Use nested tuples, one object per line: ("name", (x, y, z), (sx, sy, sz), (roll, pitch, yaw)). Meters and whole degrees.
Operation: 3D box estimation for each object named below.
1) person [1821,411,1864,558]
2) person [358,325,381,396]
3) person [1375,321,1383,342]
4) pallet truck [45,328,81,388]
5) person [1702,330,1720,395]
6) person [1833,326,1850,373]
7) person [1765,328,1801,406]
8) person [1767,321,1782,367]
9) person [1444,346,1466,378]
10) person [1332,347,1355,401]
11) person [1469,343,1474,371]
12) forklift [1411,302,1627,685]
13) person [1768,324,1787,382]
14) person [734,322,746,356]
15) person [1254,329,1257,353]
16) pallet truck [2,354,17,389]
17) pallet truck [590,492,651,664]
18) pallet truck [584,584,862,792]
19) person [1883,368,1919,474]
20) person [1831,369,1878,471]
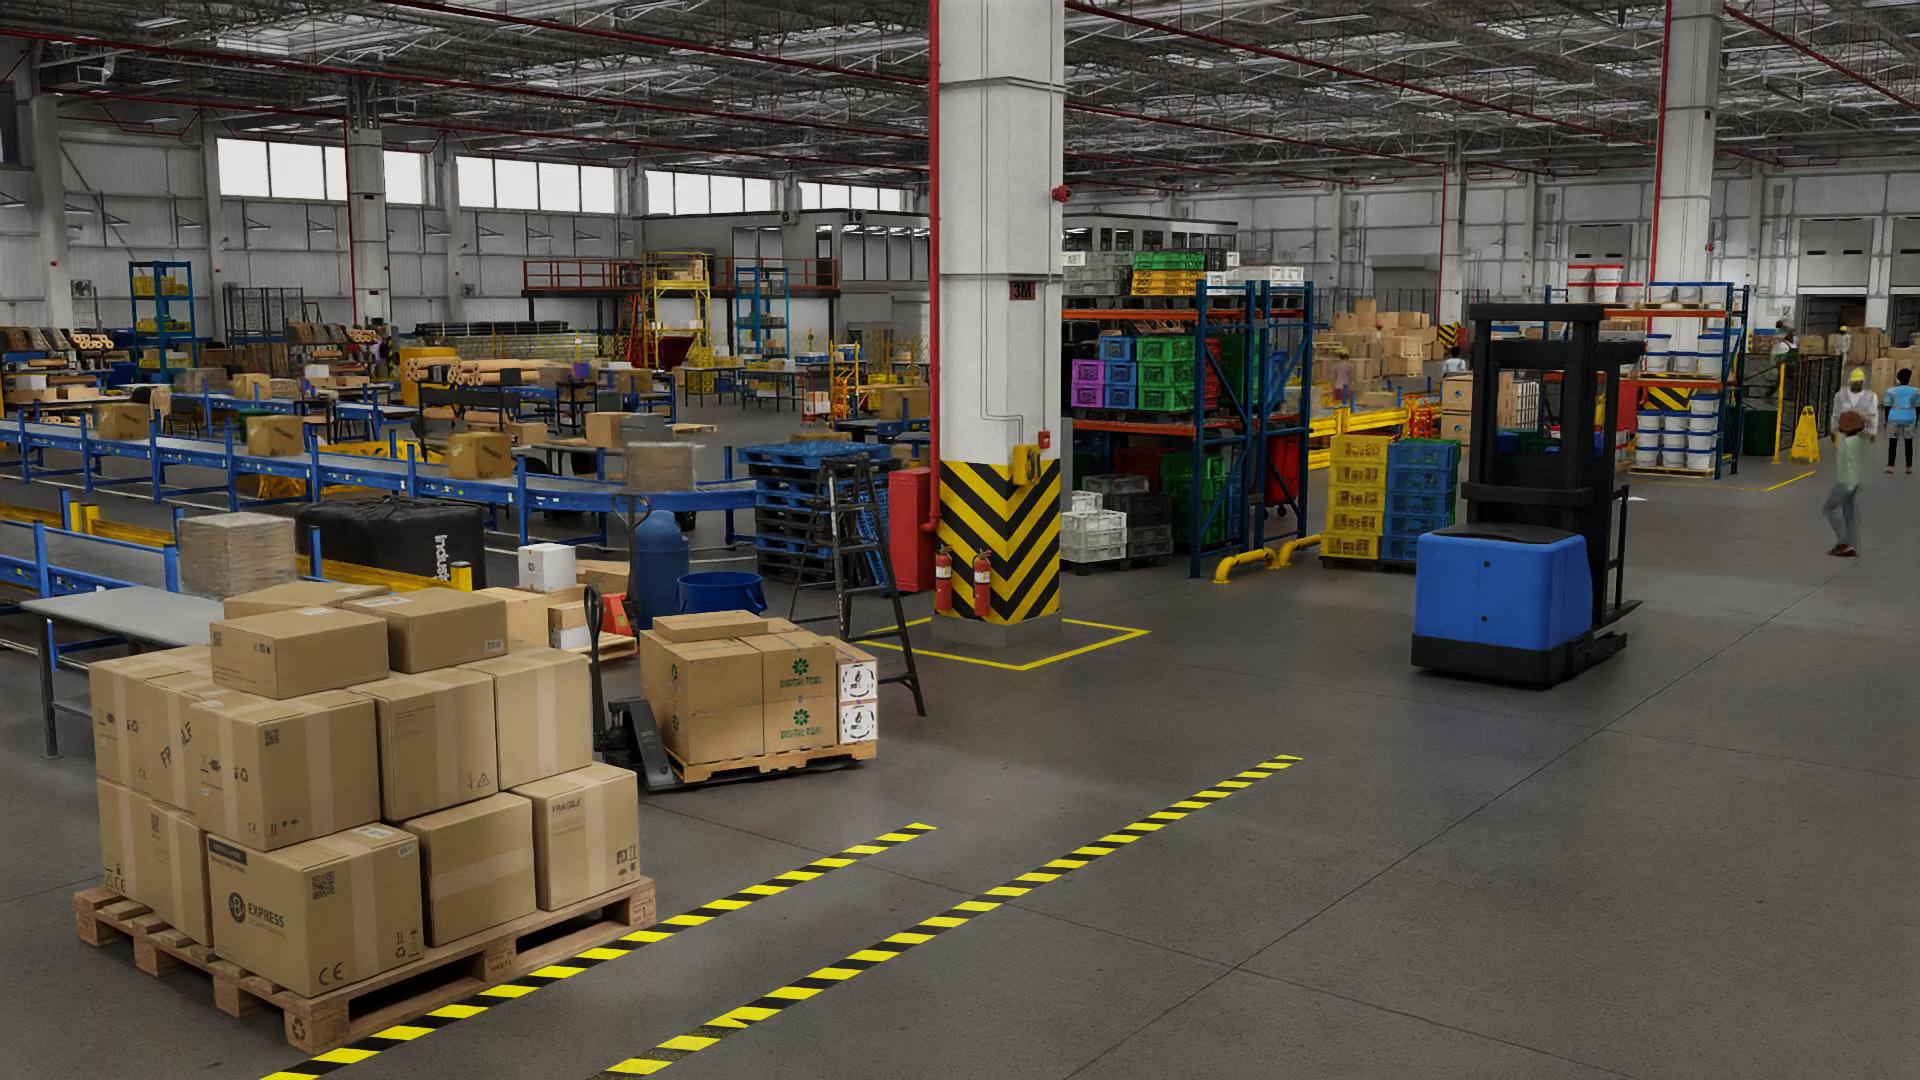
("person", (9.682, -0.607, 18.210), (0.396, 1.616, 0.511), (6, 11, 36))
("person", (-16.783, -5.074, 46.994), (0.855, 2.013, 0.645), (3, 9, 20))
("person", (15.081, -6.895, 59.693), (0.971, 1.890, 0.555), (1, 9, 10))
("pallet truck", (-23.775, -4.544, 43.495), (1.885, 1.965, 0.823), (6, 10, 35))
("person", (20.629, -4.841, 45.887), (0.889, 1.871, 0.594), (2, 9, 15))
("person", (31.860, -6.879, 60.150), (0.617, 1.721, 0.522), (-8, 12, -43))
("person", (21.258, -4.465, 42.813), (0.688, 2.000, 0.786), (-4, 9, -24))
("person", (31.710, -7.600, 64.660), (0.633, 1.825, 0.654), (2, 9, 13))
("person", (11.412, -3.629, 38.349), (0.555, 1.683, 0.367), (7, 11, 41))
("person", (8.081, -3.184, 35.117), (0.547, 1.752, 0.436), (8, 12, 44))
("person", (13.676, -4.552, 43.657), (0.656, 1.964, 0.554), (-4, 9, -25))
("forklift", (4.379, -0.438, 12.852), (1.129, 2.768, 1.873), (7, 11, 37))
("person", (26.670, -6.028, 53.843), (0.643, 1.904, 0.959), (-3, 9, -18))
("person", (-8.488, -7.607, 64.730), (1.005, 1.833, 0.593), (1, 8, 6))
("person", (14.262, -9.970, 80.604), (0.446, 1.831, 0.635), (0, 8, 3))
("pallet truck", (-24.881, -4.417, 42.634), (1.885, 1.965, 0.823), (8, 11, 41))
("pallet truck", (-3.115, 0.344, 12.883), (0.653, 1.274, 1.630), (7, 11, 37))
("pallet truck", (-1.426, 0.805, 10.019), (1.601, 1.201, 0.680), (-4, 9, -26))
("person", (15.110, -1.903, 26.690), (0.535, 1.699, 0.322), (3, 9, 22))
("person", (13.200, -1.627, 24.552), (0.611, 1.786, 0.925), (5, 10, 29))
